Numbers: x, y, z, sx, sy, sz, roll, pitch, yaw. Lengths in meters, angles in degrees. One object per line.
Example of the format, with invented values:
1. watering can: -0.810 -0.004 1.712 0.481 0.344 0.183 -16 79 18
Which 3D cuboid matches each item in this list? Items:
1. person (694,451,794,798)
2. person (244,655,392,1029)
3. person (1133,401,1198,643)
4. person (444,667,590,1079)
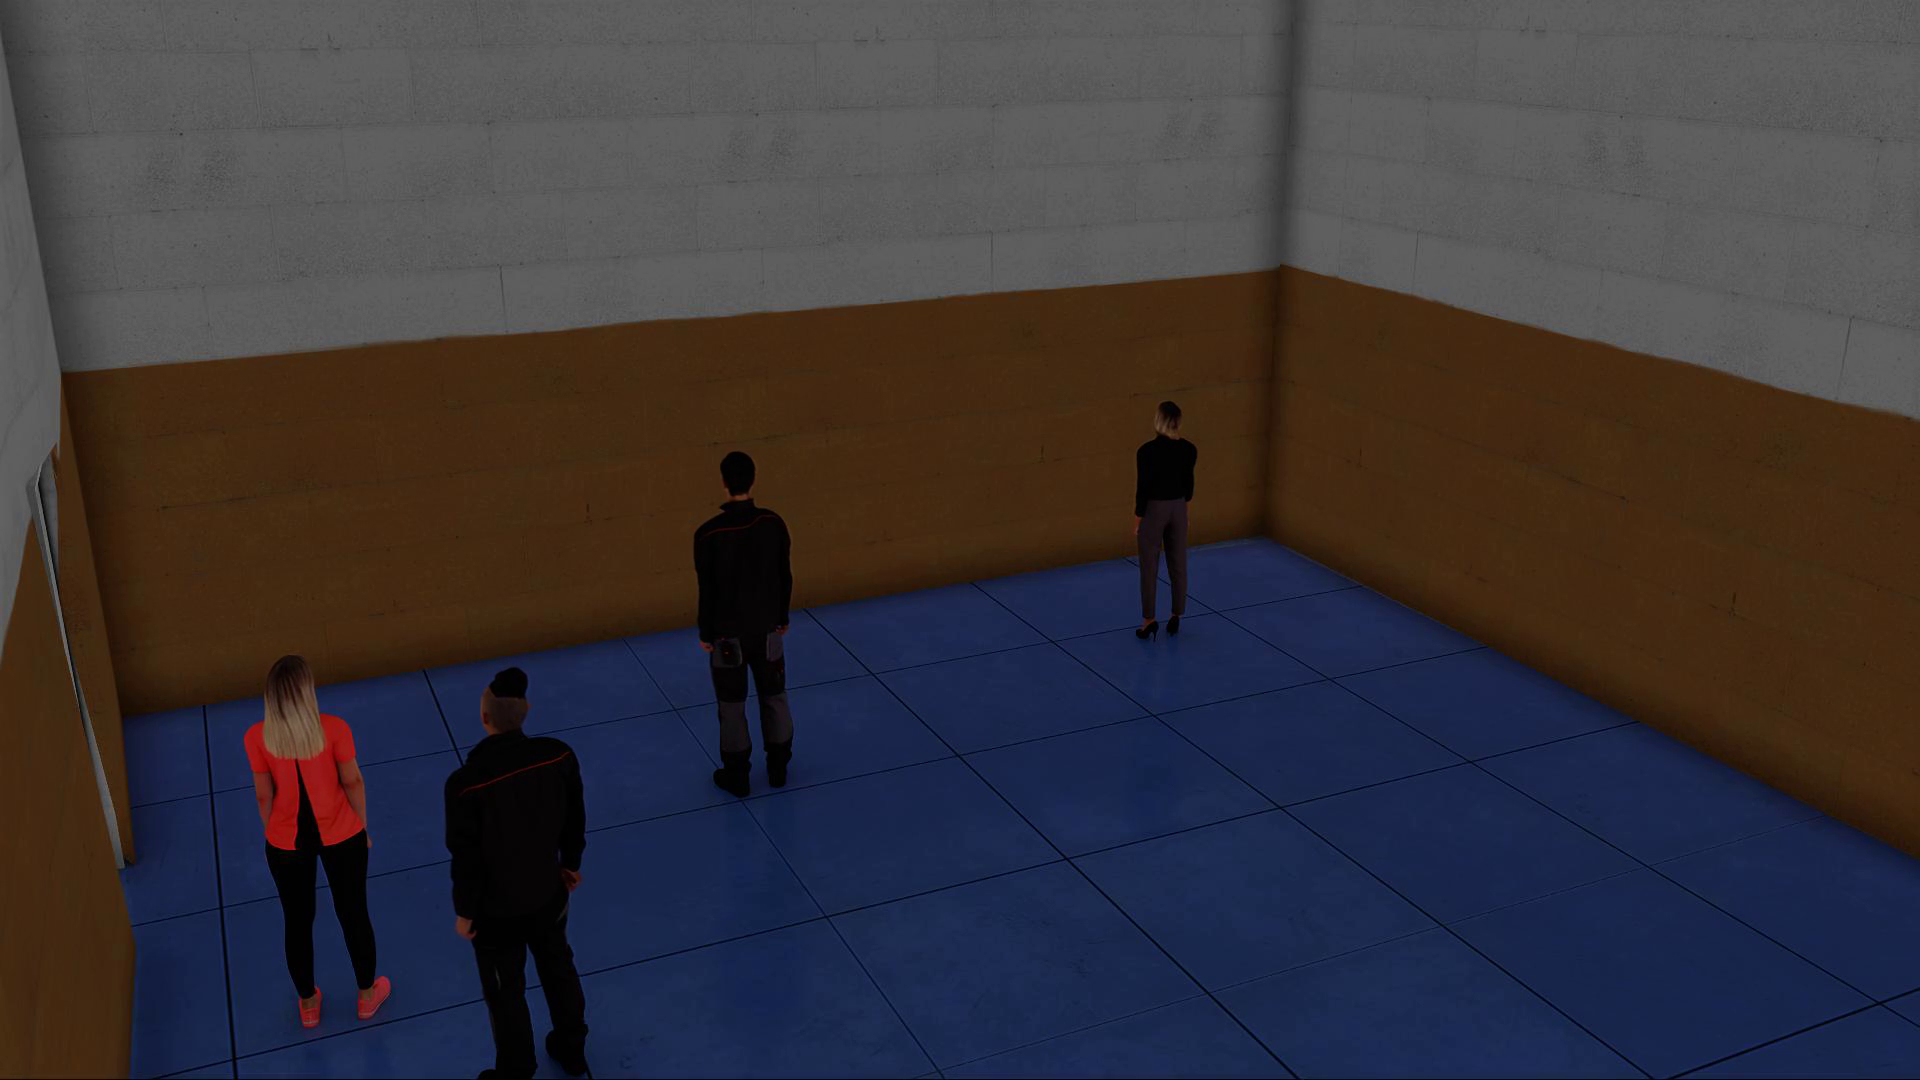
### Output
1. person: -1.180 0.455 9.128 0.532 1.945 0.767 -10 21 -27
2. person: -2.745 1.278 7.079 0.539 1.694 0.698 -4 19 -11
3. person: 1.382 -0.125 11.276 0.468 1.672 0.660 -7 20 -20
4. person: -1.744 1.351 6.565 0.913 1.862 0.729 16 24 39
